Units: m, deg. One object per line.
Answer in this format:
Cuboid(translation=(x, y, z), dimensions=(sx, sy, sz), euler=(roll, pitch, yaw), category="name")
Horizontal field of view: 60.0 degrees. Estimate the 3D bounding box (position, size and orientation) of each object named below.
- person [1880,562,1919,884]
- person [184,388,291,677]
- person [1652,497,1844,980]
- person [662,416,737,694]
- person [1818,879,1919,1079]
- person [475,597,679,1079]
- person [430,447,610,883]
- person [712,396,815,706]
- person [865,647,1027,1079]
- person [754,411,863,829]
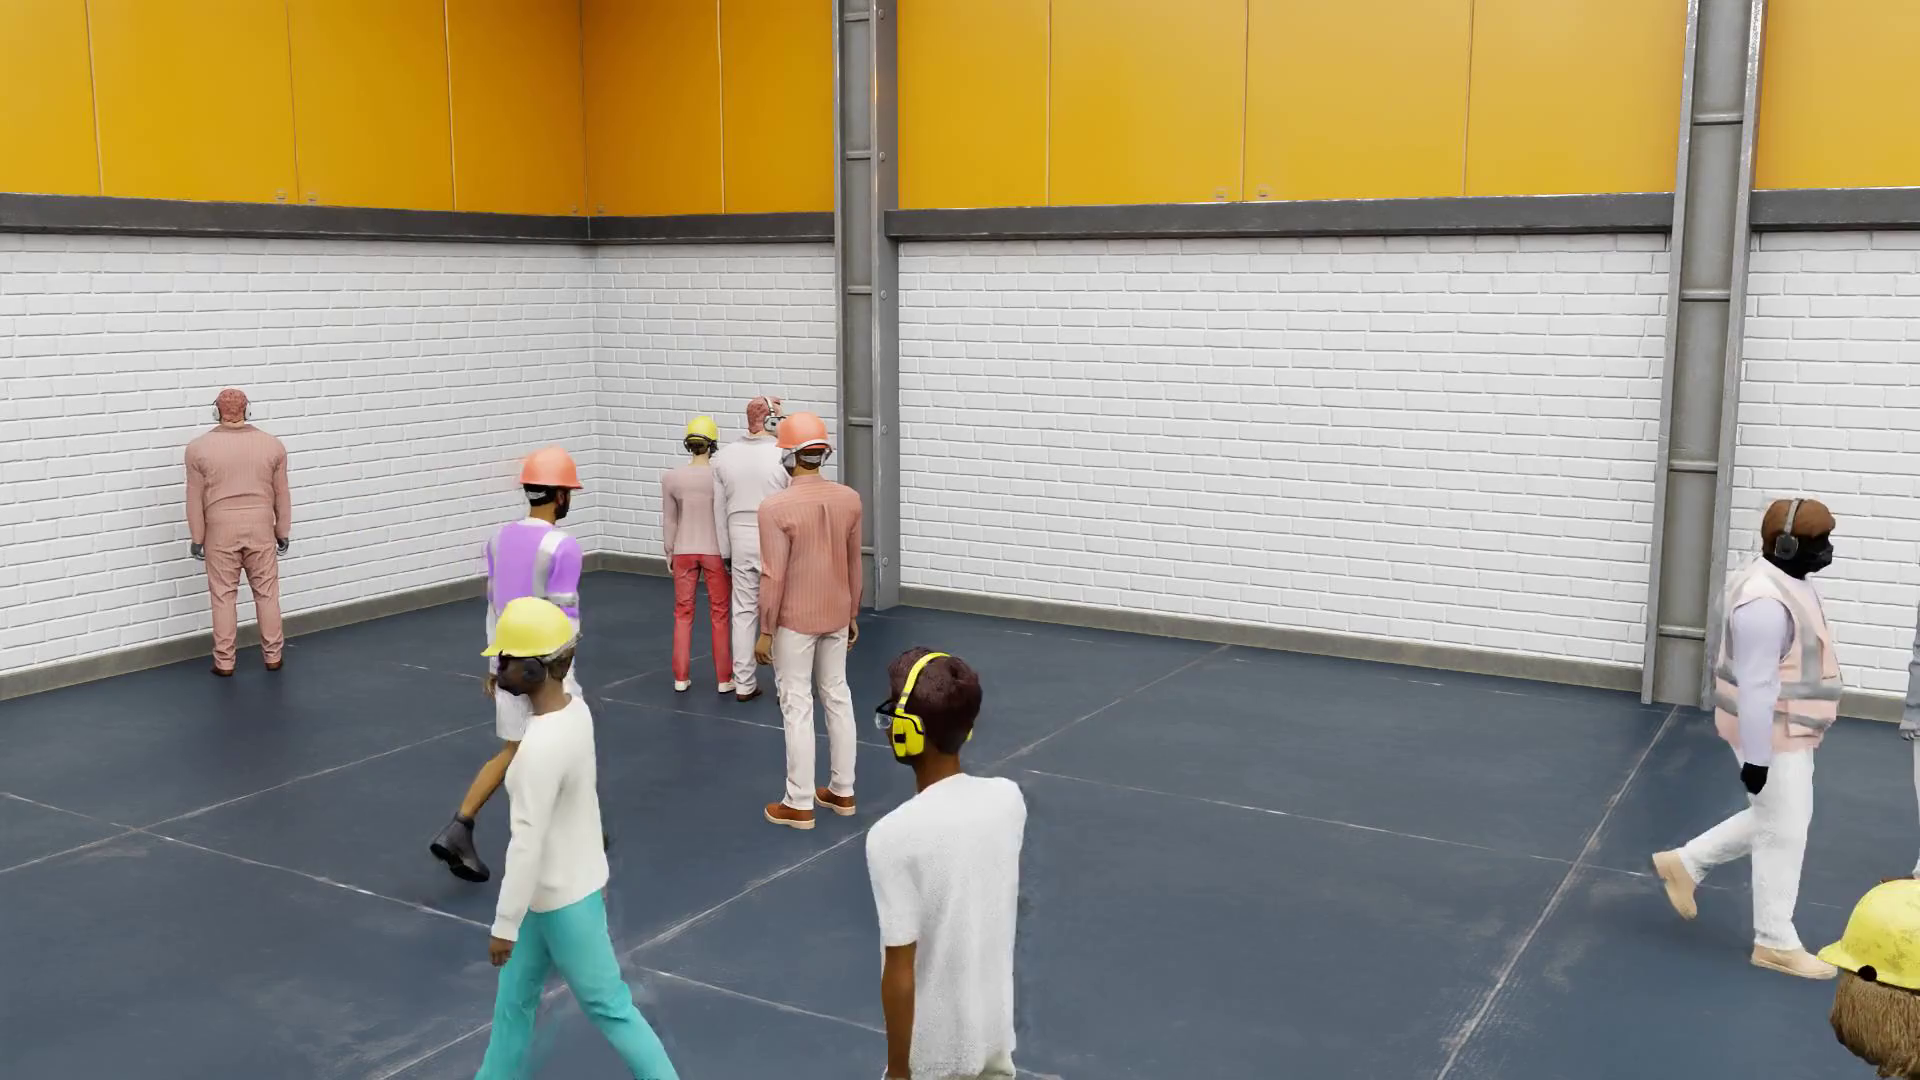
Cuboid(translation=(4.181, 0.715, 7.056), dimensions=(0.494, 1.624, 0.280), euler=(-6, 11, -33), category="person")
Cuboid(translation=(-4.765, -0.053, 11.002), dimensions=(0.643, 1.900, 0.403), euler=(-6, 11, -34), category="person")
Cuboid(translation=(3.045, 0.728, 6.353), dimensions=(0.618, 1.825, 0.640), euler=(6, 11, 31), category="person")
Cuboid(translation=(-1.622, 0.094, 10.528), dimensions=(0.521, 1.758, 0.349), euler=(1, 9, 9), category="person")
Cuboid(translation=(1.486, 1.380, 2.693), dimensions=(0.920, 1.693, 0.498), euler=(9, 13, 44), category="person")
Cuboid(translation=(-1.199, 1.014, 4.883), dimensions=(0.904, 1.714, 0.540), euler=(-1, 9, -4), category="person")
Cuboid(translation=(-1.920, 0.555, 7.217), dimensions=(0.561, 1.901, 0.836), euler=(6, 11, 34), category="person")
Cuboid(translation=(-1.192, 0.066, 10.238), dimensions=(0.642, 1.905, 0.399), euler=(4, 10, 24), category="person")
Cuboid(translation=(-0.046, 1.141, 3.807), dimensions=(1.000, 1.817, 0.552), euler=(9, 13, 43), category="person")
Cuboid(translation=(-0.733, 0.380, 7.993), dimensions=(0.623, 1.992, 0.391), euler=(-9, 13, -44), category="person")
